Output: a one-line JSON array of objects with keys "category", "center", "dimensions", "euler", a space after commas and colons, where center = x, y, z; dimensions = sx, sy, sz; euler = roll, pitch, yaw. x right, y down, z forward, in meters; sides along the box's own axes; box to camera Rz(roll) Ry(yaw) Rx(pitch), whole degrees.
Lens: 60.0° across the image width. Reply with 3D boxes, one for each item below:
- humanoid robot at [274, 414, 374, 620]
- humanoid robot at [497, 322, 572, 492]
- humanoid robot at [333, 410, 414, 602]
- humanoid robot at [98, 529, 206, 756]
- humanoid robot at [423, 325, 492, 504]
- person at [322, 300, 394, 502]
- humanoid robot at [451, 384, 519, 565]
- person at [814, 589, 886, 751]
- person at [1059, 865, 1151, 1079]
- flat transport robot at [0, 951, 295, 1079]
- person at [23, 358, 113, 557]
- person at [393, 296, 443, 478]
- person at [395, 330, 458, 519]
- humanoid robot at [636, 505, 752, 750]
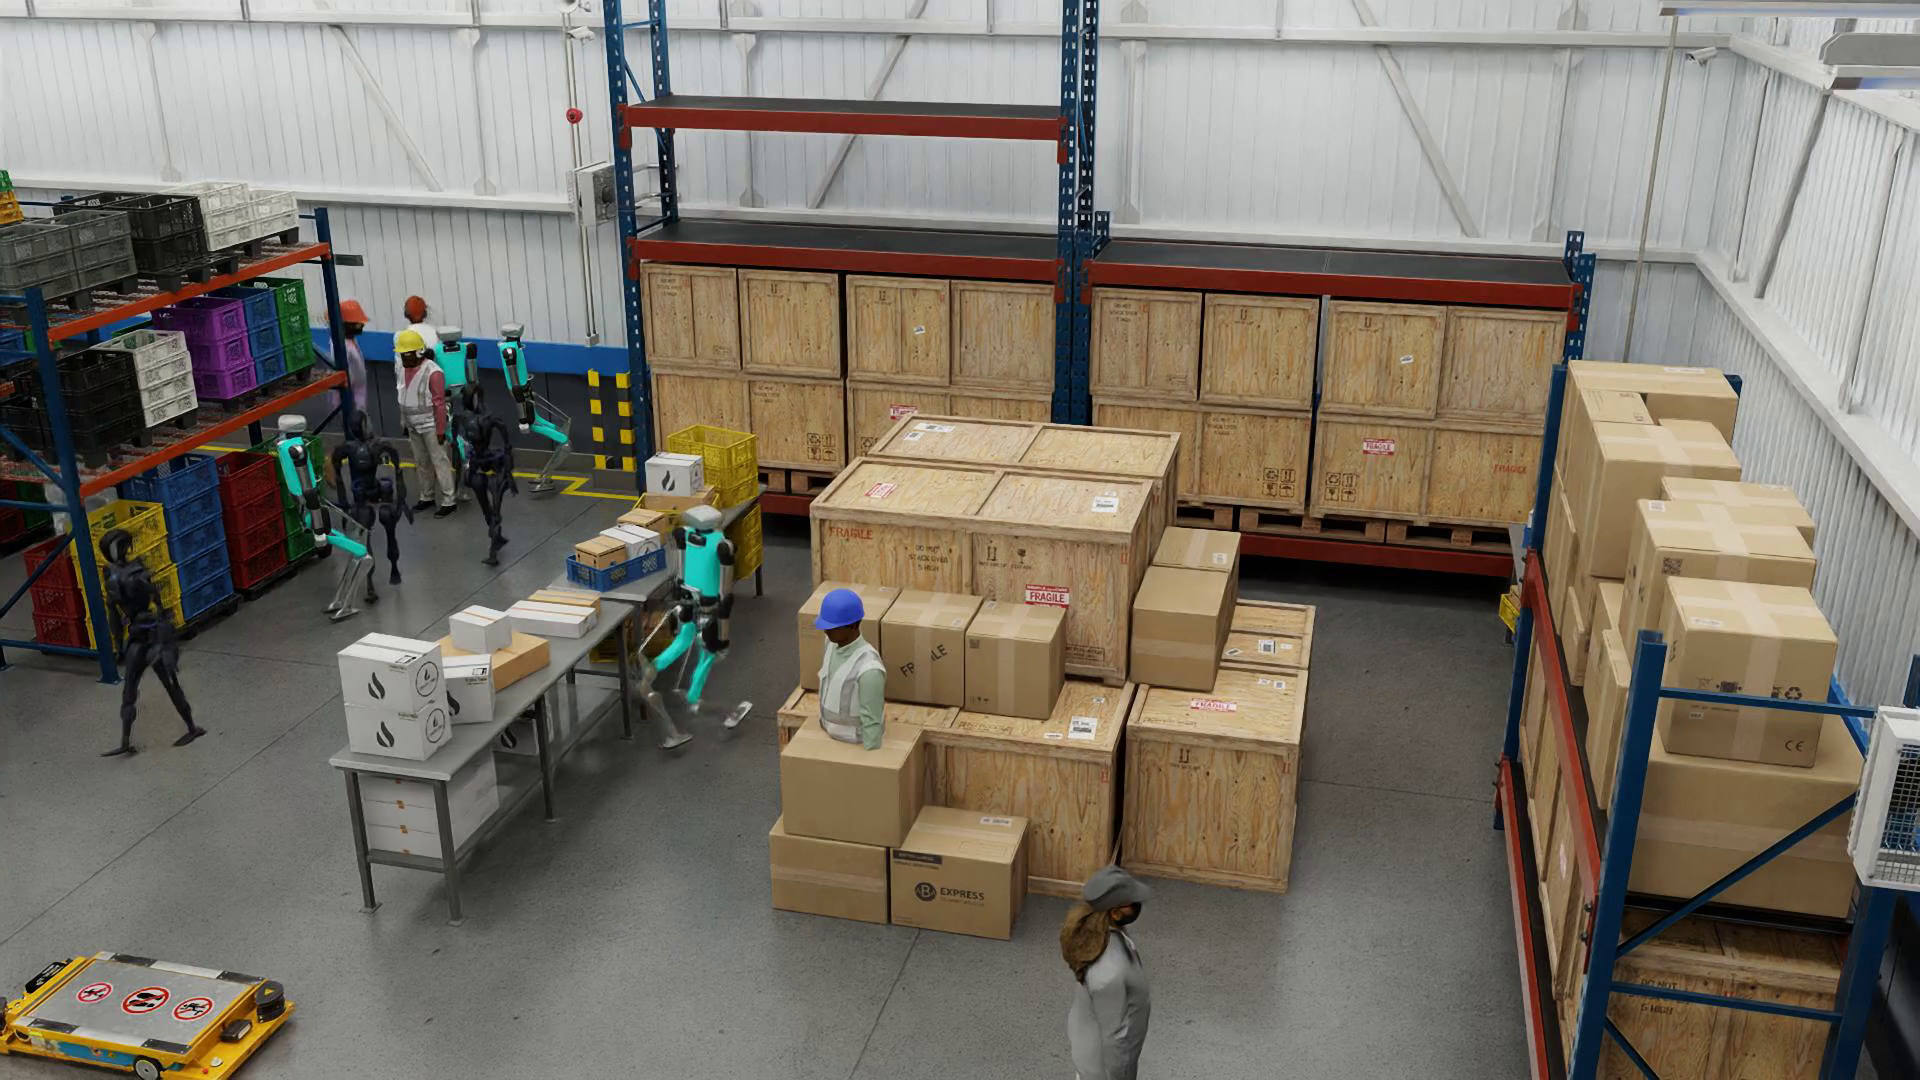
[{"category": "humanoid robot", "center": [-5.072, -0.216, 13.453], "dimensions": [0.724, 1.721, 0.530], "euler": [-14, 25, -32]}, {"category": "humanoid robot", "center": [-4.066, -1.304, 16.213], "dimensions": [0.735, 1.677, 0.533], "euler": [-4, 21, -10]}, {"category": "humanoid robot", "center": [-4.898, -0.304, 13.938], "dimensions": [0.596, 1.620, 0.795], "euler": [-4, 21, -11]}, {"category": "humanoid robot", "center": [-5.556, 0.709, 11.260], "dimensions": [0.616, 1.628, 0.711], "euler": [11, 23, 26]}, {"category": "humanoid robot", "center": [-4.742, -1.109, 15.945], "dimensions": [0.532, 1.838, 0.704], "euler": [-15, 25, -34]}, {"category": "person", "center": [-5.936, -1.327, 16.076], "dimensions": [0.643, 2.025, 0.619], "euler": [-5, 21, -12]}, {"category": "humanoid robot", "center": [-4.206, -0.596, 14.689], "dimensions": [0.611, 1.617, 0.777], "euler": [4, 21, 10]}, {"category": "person", "center": [-0.635, 1.171, 9.649], "dimensions": [0.411, 1.939, 0.602], "euler": [-11, 23, -26]}, {"category": "person", "center": [0.616, 2.197, 7.196], "dimensions": [0.399, 1.768, 0.560], "euler": [-1, 21, -3]}, {"category": "flat transport robot", "center": [-4.270, 2.464, 8.601], "dimensions": [1.431, 0.231, 0.659], "euler": [5, 22, 13]}, {"category": "person", "center": [-8.006, -0.780, 14.921], "dimensions": [0.629, 1.821, 0.699], "euler": [3, 21, 8]}, {"category": "person", "center": [-5.445, -1.541, 16.834], "dimensions": [0.591, 1.866, 0.418], "euler": [-19, 28, -40]}, {"category": "person", "center": [-5.081, -1.102, 15.759], "dimensions": [0.589, 1.823, 0.405], "euler": [13, 25, 31]}, {"category": "humanoid robot", "center": [-1.853, 0.654, 11.286], "dimensions": [0.546, 1.731, 1.002], "euler": [16, 26, 35]}]
